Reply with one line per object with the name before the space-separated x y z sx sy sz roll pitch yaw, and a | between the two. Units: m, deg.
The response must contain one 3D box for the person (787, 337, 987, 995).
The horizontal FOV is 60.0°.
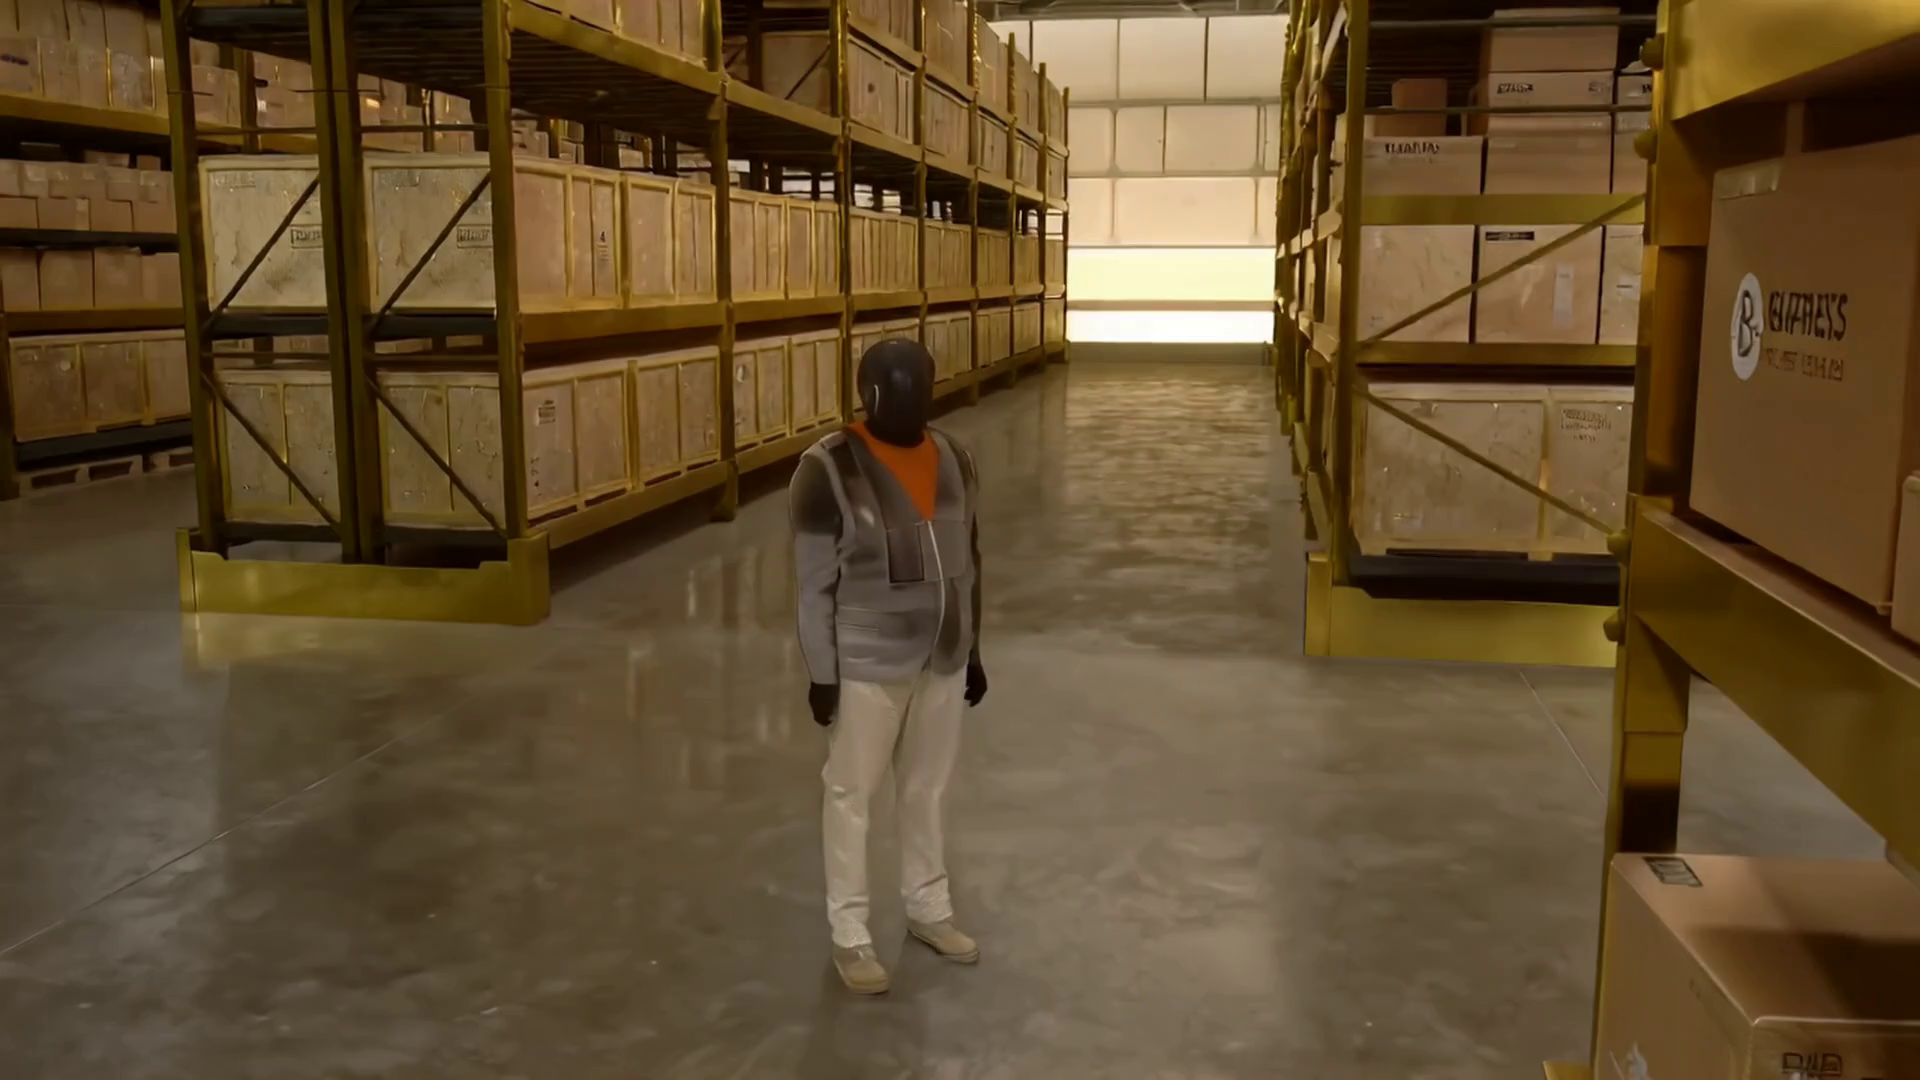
person | -0.173 0.345 4.761 0.626 1.844 0.429 -7 11 -37
